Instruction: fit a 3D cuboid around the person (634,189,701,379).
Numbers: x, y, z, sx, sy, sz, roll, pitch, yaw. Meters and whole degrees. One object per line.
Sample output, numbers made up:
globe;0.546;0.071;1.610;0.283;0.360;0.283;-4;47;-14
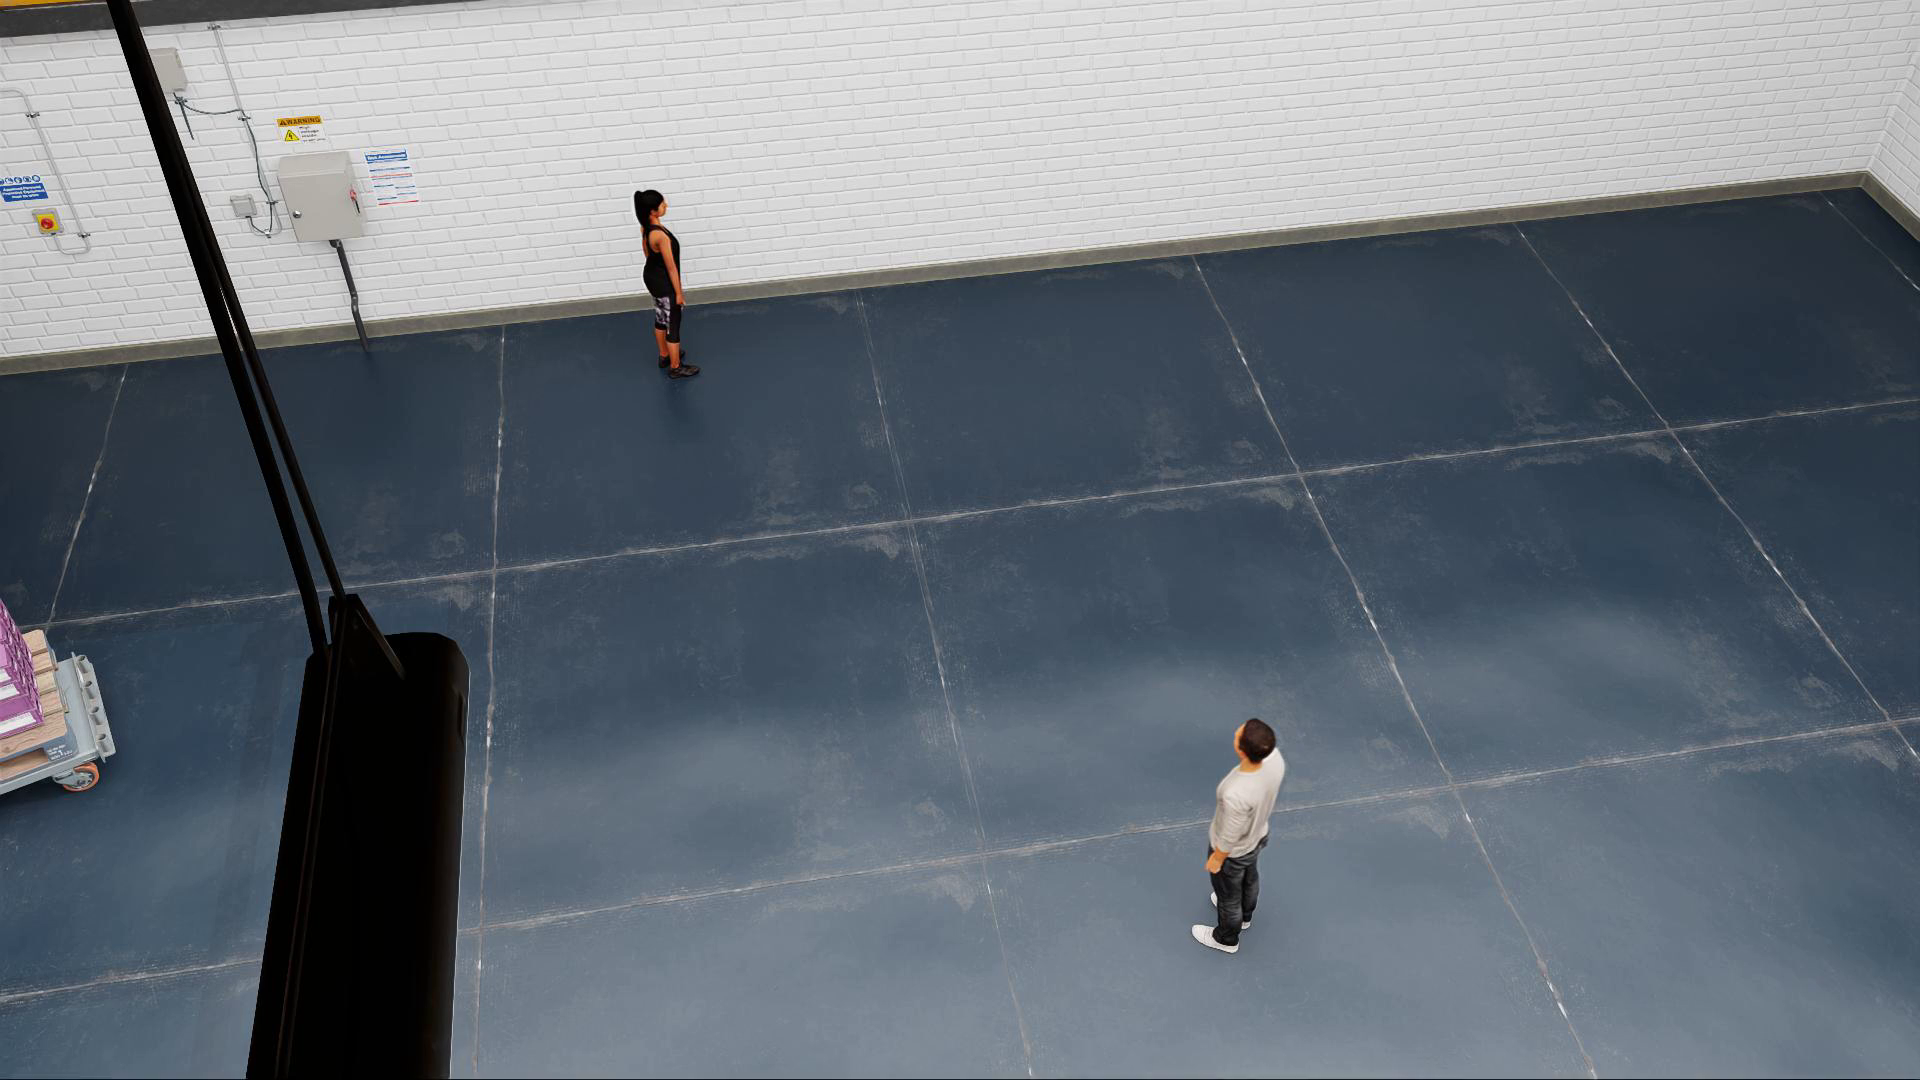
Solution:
person;-2.305;-2.007;12.912;0.714;1.662;0.576;-25;49;-24

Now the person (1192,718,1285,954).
person;1.526;1.607;9.011;0.774;1.811;0.723;27;50;26
